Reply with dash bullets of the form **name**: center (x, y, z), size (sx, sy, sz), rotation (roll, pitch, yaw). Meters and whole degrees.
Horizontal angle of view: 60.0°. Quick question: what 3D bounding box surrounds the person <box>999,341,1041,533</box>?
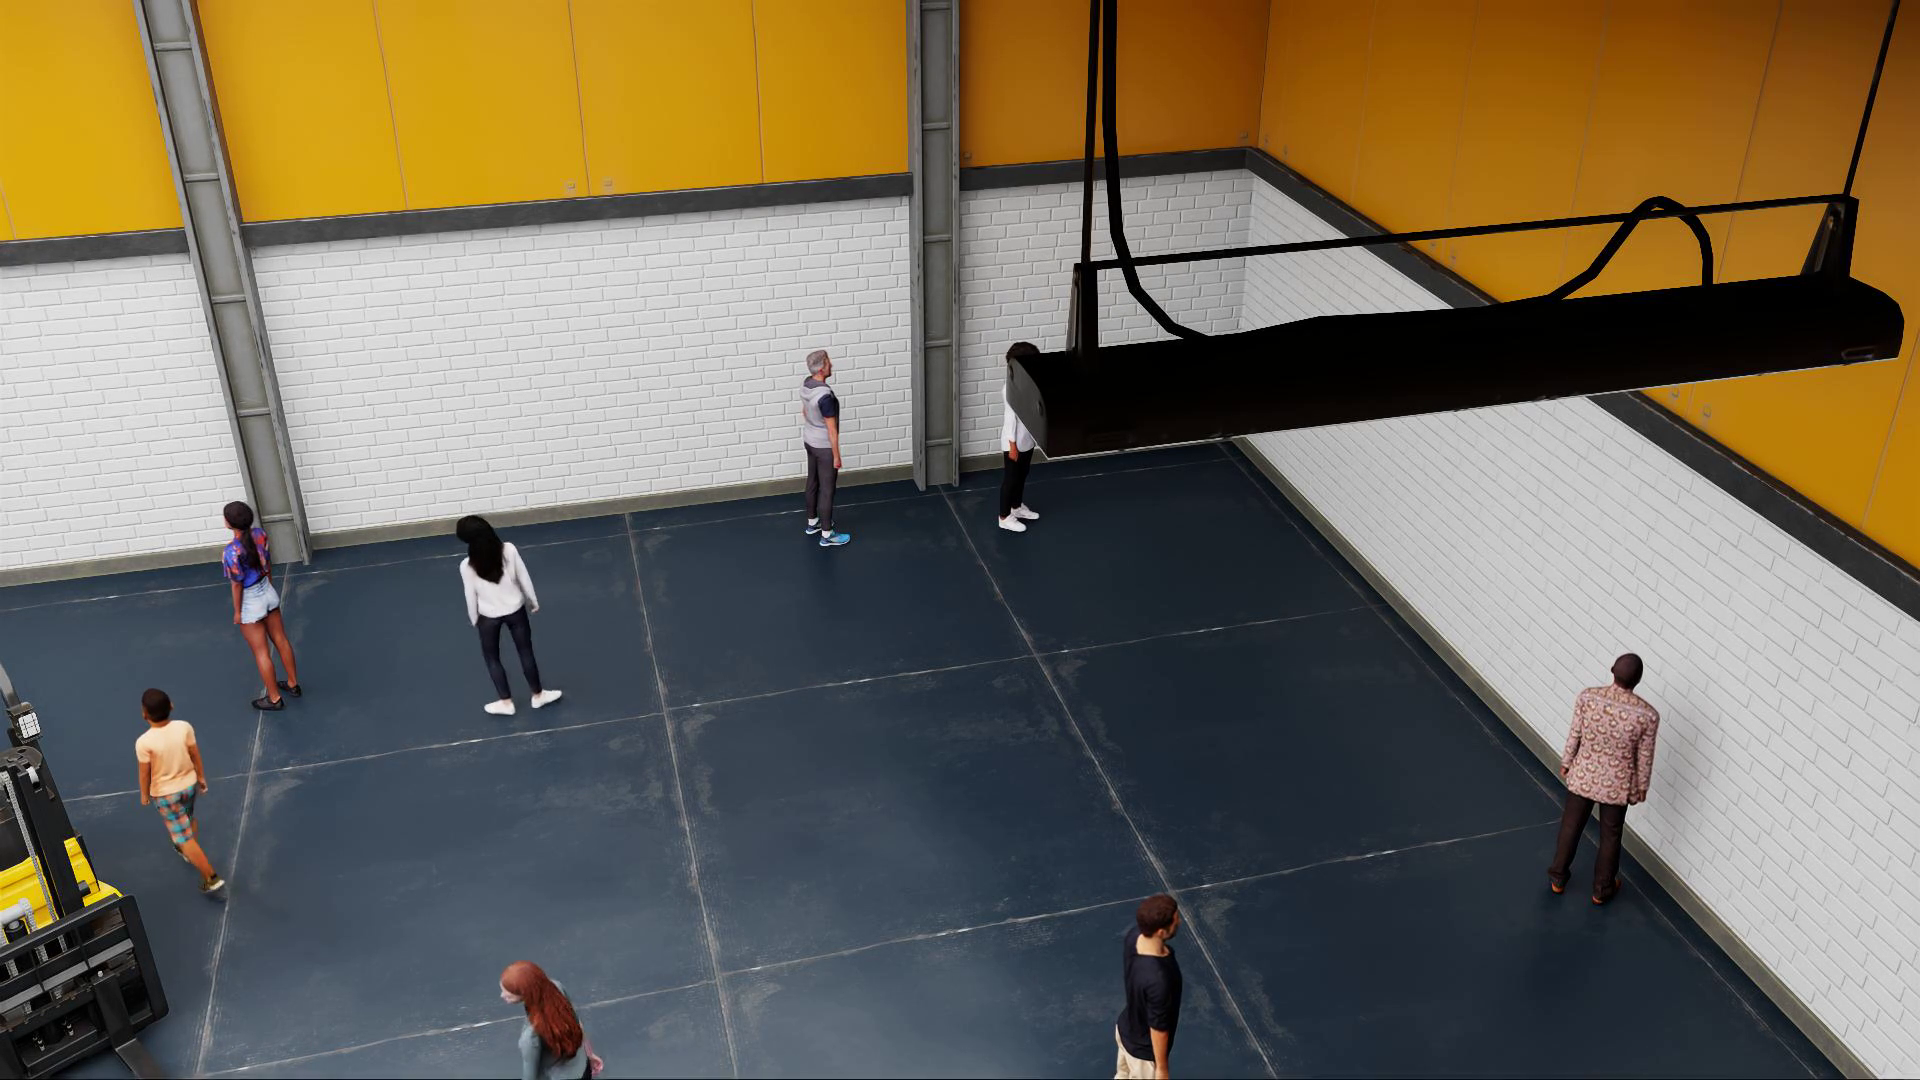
- **person**: center (0.530, -0.954, 15.099), size (0.763, 1.805, 0.705), rotation (15, 32, 25)

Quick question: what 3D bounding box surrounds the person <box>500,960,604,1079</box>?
- **person**: center (-1.929, 2.759, 8.399), size (0.765, 1.703, 0.703), rotation (7, 29, 13)

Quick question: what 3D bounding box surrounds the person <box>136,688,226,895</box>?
- **person**: center (-5.033, 1.638, 10.727), size (0.962, 1.442, 0.960), rotation (19, 34, 31)

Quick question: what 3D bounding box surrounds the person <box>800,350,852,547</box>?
- **person**: center (-1.247, -0.841, 14.869), size (0.670, 1.828, 0.755), rotation (-16, 32, -27)

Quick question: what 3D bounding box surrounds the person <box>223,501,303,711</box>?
- **person**: center (-5.293, 0.480, 12.532), size (0.692, 1.745, 0.671), rotation (9, 30, 17)

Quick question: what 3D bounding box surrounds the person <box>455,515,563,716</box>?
- **person**: center (-3.372, 0.552, 12.472), size (0.586, 1.677, 0.859), rotation (-9, 30, -15)

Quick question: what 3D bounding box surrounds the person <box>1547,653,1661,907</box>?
- **person**: center (4.087, 1.511, 10.577), size (0.772, 1.808, 0.826), rotation (16, 33, 27)

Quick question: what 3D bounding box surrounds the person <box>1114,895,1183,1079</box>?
- **person**: center (0.941, 2.571, 8.585), size (0.544, 1.854, 0.632), rotation (-6, 29, -11)
